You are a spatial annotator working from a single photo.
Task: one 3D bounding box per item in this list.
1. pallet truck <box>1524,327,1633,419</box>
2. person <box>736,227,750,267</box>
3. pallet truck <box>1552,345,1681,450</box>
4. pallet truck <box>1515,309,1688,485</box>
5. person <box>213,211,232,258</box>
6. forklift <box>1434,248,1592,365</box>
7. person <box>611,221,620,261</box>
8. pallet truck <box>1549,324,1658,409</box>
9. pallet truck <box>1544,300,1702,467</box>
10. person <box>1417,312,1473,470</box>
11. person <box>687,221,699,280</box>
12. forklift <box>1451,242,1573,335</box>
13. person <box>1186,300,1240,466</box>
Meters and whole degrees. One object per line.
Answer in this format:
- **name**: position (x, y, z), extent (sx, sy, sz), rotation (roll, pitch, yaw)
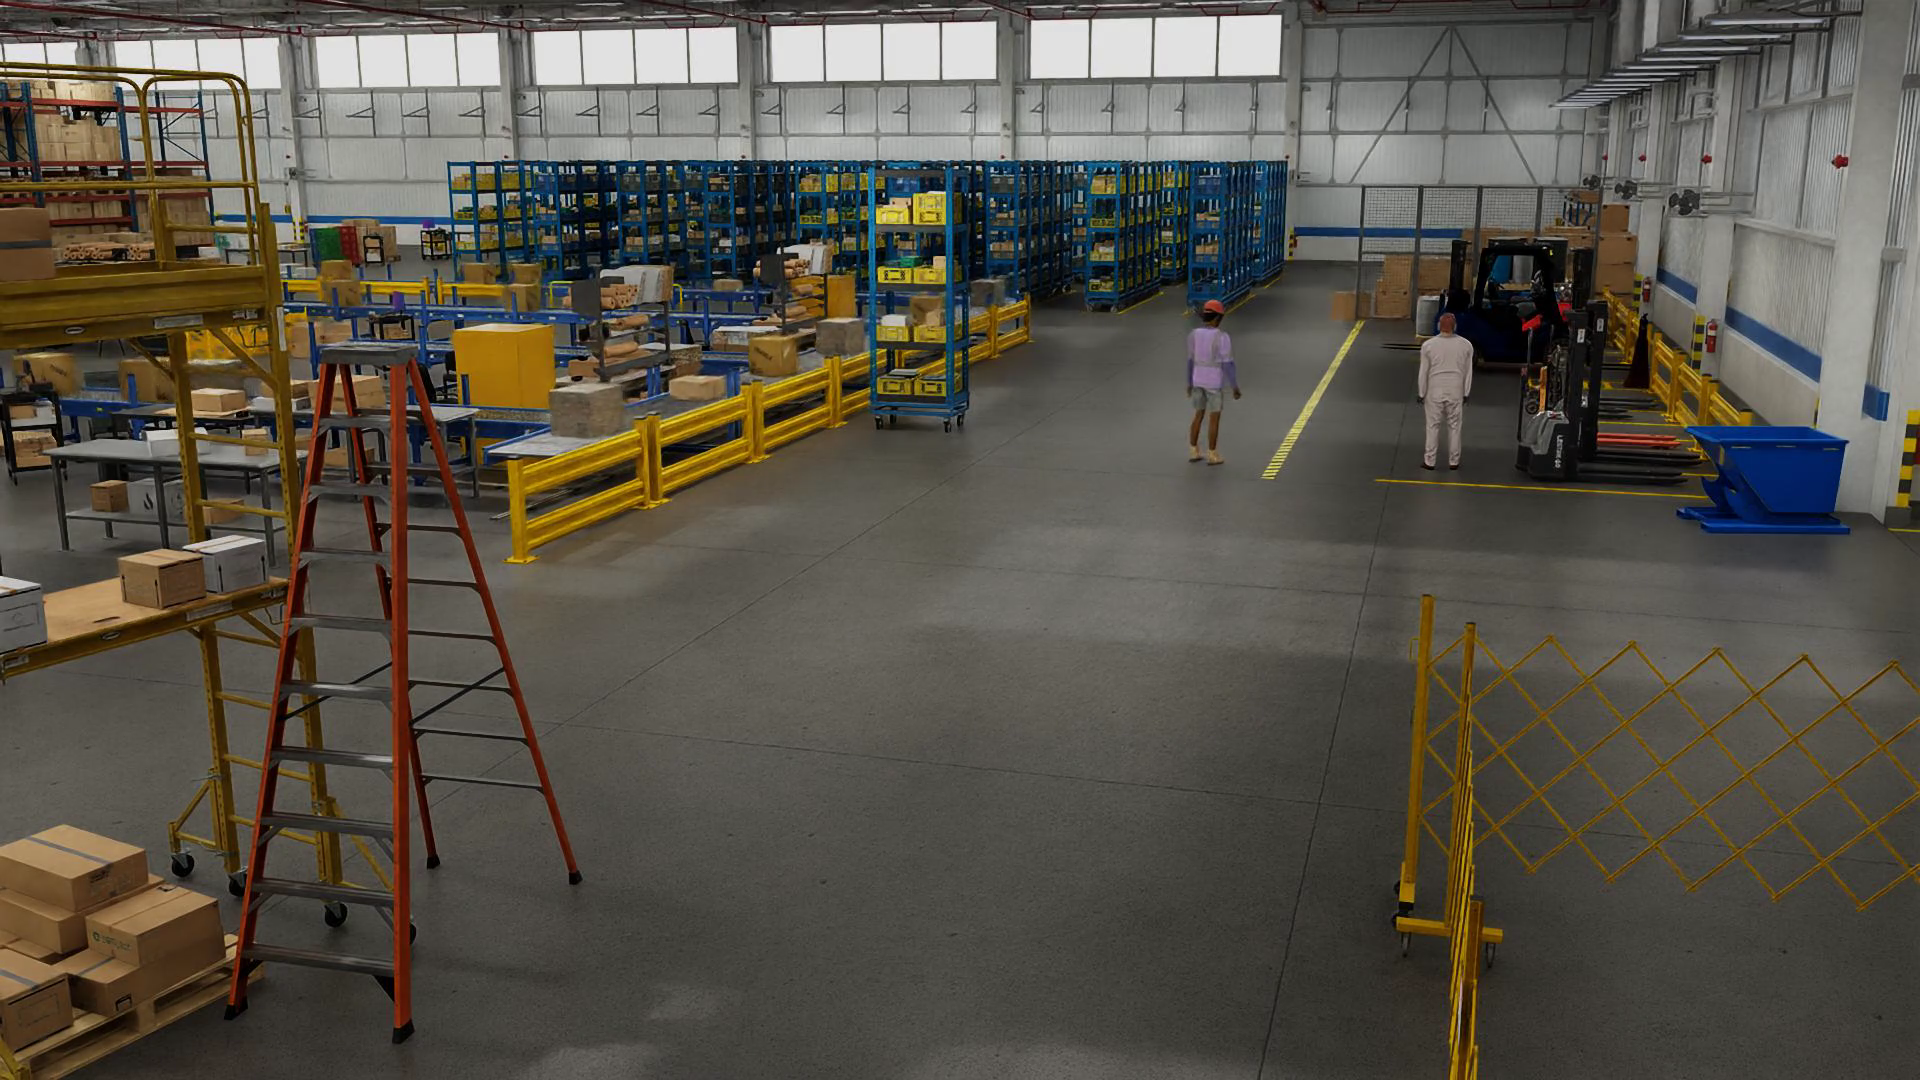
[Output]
- **pallet truck**: position (9.065, -2.460, 24.370), extent (1.522, 1.261, 0.704), rotation (3, 13, 14)
- **person**: position (-6.844, -9.174, 52.186), extent (0.605, 1.826, 0.507), rotation (1, 13, 3)
- **pallet truck**: position (8.641, -1.896, 21.908), extent (1.630, 1.274, 0.653), rotation (4, 14, 16)
- **pallet truck**: position (7.554, -1.677, 19.446), extent (1.885, 1.965, 0.823), rotation (3, 13, 14)
- **person**: position (-27.320, -11.278, 61.490), extent (0.529, 1.735, 0.828), rotation (4, 14, 19)
- **forklift**: position (9.780, -4.111, 29.280), extent (2.680, 1.987, 1.157), rotation (3, 13, 14)
- **person**: position (-10.453, -8.957, 50.992), extent (0.379, 1.950, 0.608), rotation (8, 15, 31)
- **pallet truck**: position (9.824, -2.669, 25.407), extent (1.601, 1.201, 0.680), rotation (4, 14, 16)
- **pallet truck**: position (8.263, -1.952, 20.631), extent (1.885, 1.965, 0.823), rotation (5, 14, 20)
- **person**: position (5.857, -1.793, 20.139), extent (0.636, 1.911, 0.406), rotation (1, 13, 3)
- **person**: position (-8.143, -8.872, 50.884), extent (0.404, 1.829, 0.600), rotation (-5, 14, -21)
- **forklift**: position (10.464, -4.597, 31.405), extent (2.680, 1.987, 1.157), rotation (4, 14, 16)
- **person**: position (3.105, -1.935, 20.484), extent (0.414, 2.030, 0.688), rotation (-13, 18, -43)
